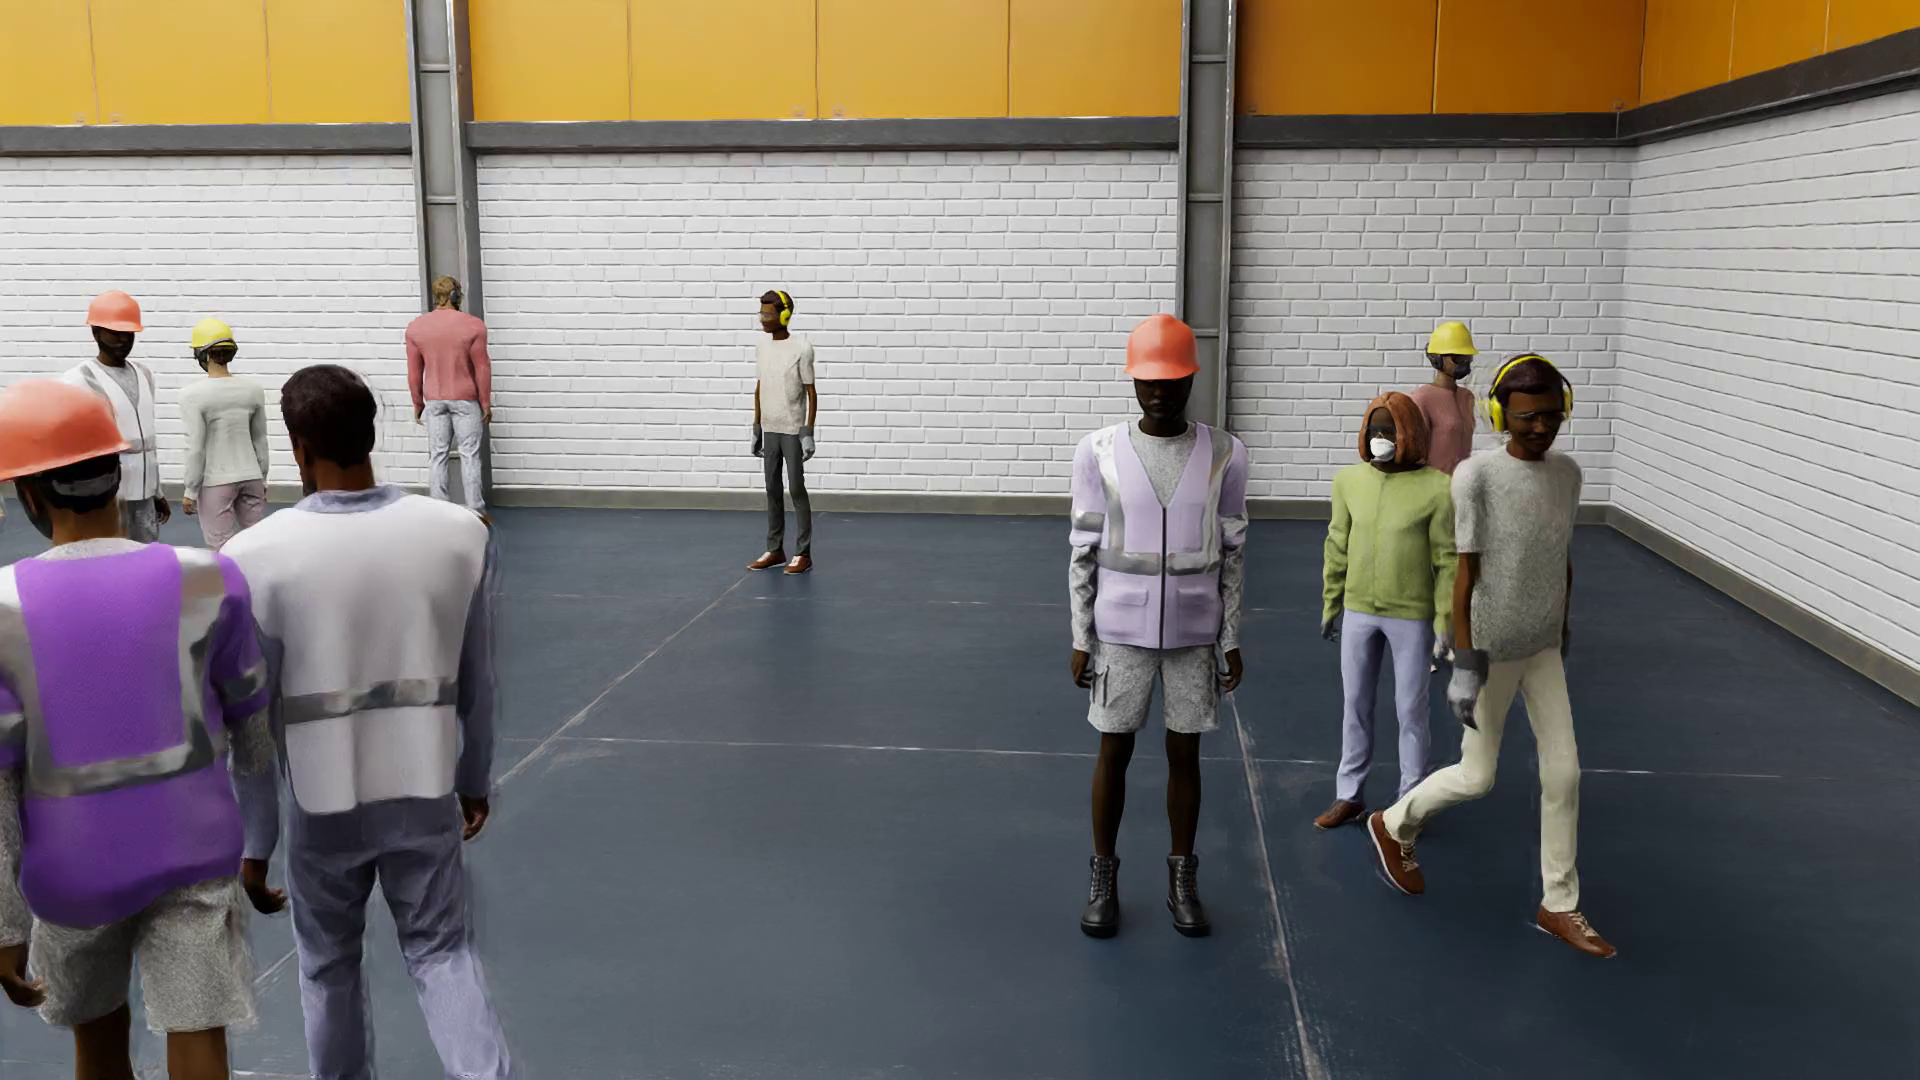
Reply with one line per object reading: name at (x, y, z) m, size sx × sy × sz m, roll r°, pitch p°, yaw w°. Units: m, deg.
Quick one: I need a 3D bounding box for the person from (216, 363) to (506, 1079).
person at (-1.251, 0.571, 3.602) m, size 0.603 × 1.888 × 0.776 m, roll -7°, pitch 12°, yaw -33°

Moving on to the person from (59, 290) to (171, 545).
person at (-4.044, -0.235, 8.060) m, size 0.374 × 1.934 × 0.548 m, roll 3°, pitch 10°, yaw 15°

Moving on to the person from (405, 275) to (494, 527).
person at (-3.868, -1.038, 12.657) m, size 0.627 × 1.936 × 0.375 m, roll 0°, pitch 10°, yaw 1°

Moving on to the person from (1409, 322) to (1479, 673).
person at (2.452, -0.221, 8.459) m, size 0.524 × 1.769 × 0.316 m, roll -8°, pitch 13°, yaw -40°

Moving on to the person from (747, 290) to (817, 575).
person at (-1.166, -0.704, 10.948) m, size 0.526 × 1.865 × 0.315 m, roll 7°, pitch 12°, yaw 35°

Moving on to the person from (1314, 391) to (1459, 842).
person at (1.536, 0.278, 5.986) m, size 0.507 × 1.630 × 0.268 m, roll 8°, pitch 13°, yaw 38°

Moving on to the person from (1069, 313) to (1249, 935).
person at (0.611, 0.277, 5.120) m, size 0.549 × 1.936 × 0.376 m, roll 0°, pitch 10°, yaw 1°

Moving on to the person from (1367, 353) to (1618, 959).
person at (1.654, 0.328, 5.167) m, size 0.572 × 1.835 × 0.754 m, roll -4°, pitch 11°, yaw -22°

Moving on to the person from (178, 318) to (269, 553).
person at (-3.939, -0.299, 8.910) m, size 0.326 × 1.767 × 0.533 m, roll 5°, pitch 11°, yaw 27°

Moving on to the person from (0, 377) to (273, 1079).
person at (-1.650, 0.618, 3.318) m, size 0.570 × 1.877 × 0.979 m, roll -6°, pitch 11°, yaw -30°
